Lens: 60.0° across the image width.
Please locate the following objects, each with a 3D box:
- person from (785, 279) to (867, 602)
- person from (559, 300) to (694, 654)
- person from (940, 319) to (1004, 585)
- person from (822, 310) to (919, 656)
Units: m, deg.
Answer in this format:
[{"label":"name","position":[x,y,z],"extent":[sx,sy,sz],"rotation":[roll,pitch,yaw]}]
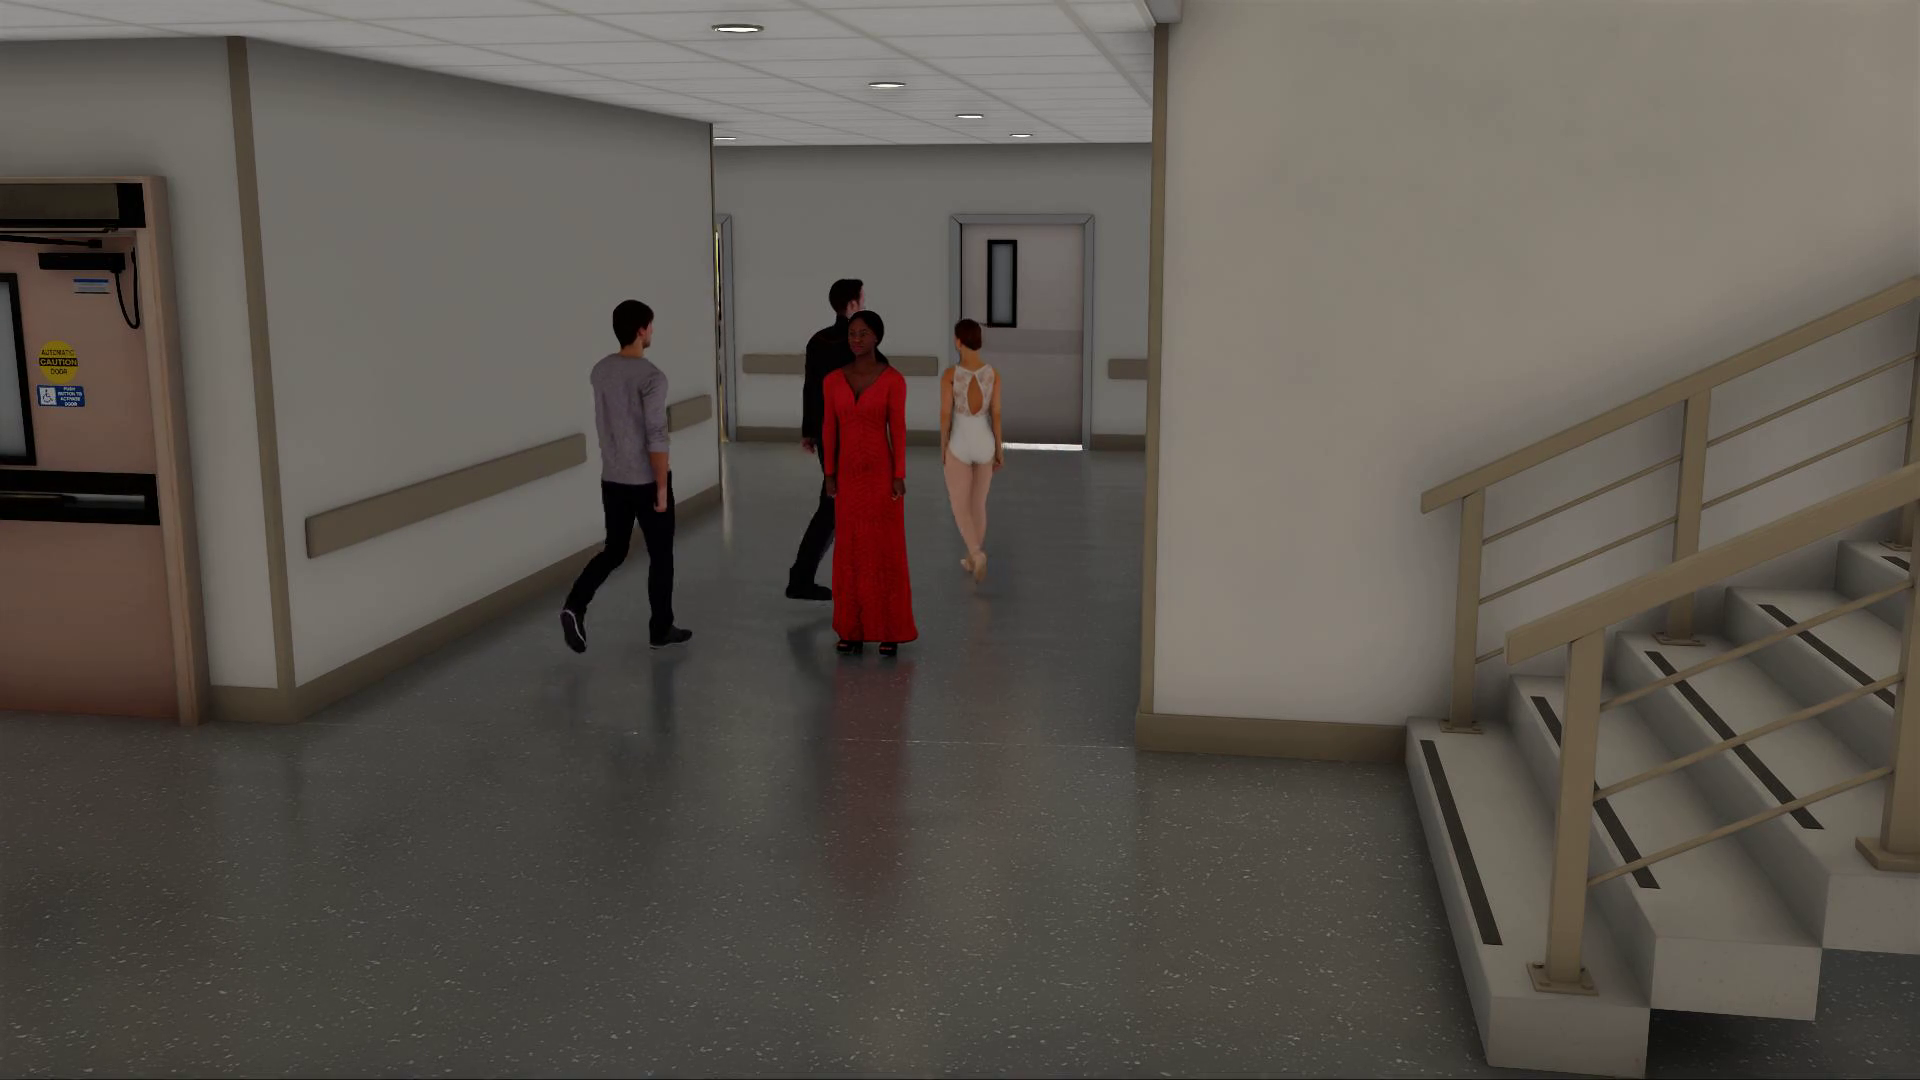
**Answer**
[{"label":"person","position":[-0.747,-0.536,9.676],"extent":[1.237,1.864,1.245],"rotation":[-9,14,-40]},{"label":"person","position":[-1.738,-0.290,8.491],"extent":[1.065,1.821,0.966],"rotation":[7,13,32]},{"label":"person","position":[0.086,-0.524,10.271],"extent":[1.013,1.618,0.905],"rotation":[-3,11,-17]},{"label":"person","position":[-0.464,-0.290,8.589],"extent":[0.550,1.785,0.687],"rotation":[2,11,12]}]
